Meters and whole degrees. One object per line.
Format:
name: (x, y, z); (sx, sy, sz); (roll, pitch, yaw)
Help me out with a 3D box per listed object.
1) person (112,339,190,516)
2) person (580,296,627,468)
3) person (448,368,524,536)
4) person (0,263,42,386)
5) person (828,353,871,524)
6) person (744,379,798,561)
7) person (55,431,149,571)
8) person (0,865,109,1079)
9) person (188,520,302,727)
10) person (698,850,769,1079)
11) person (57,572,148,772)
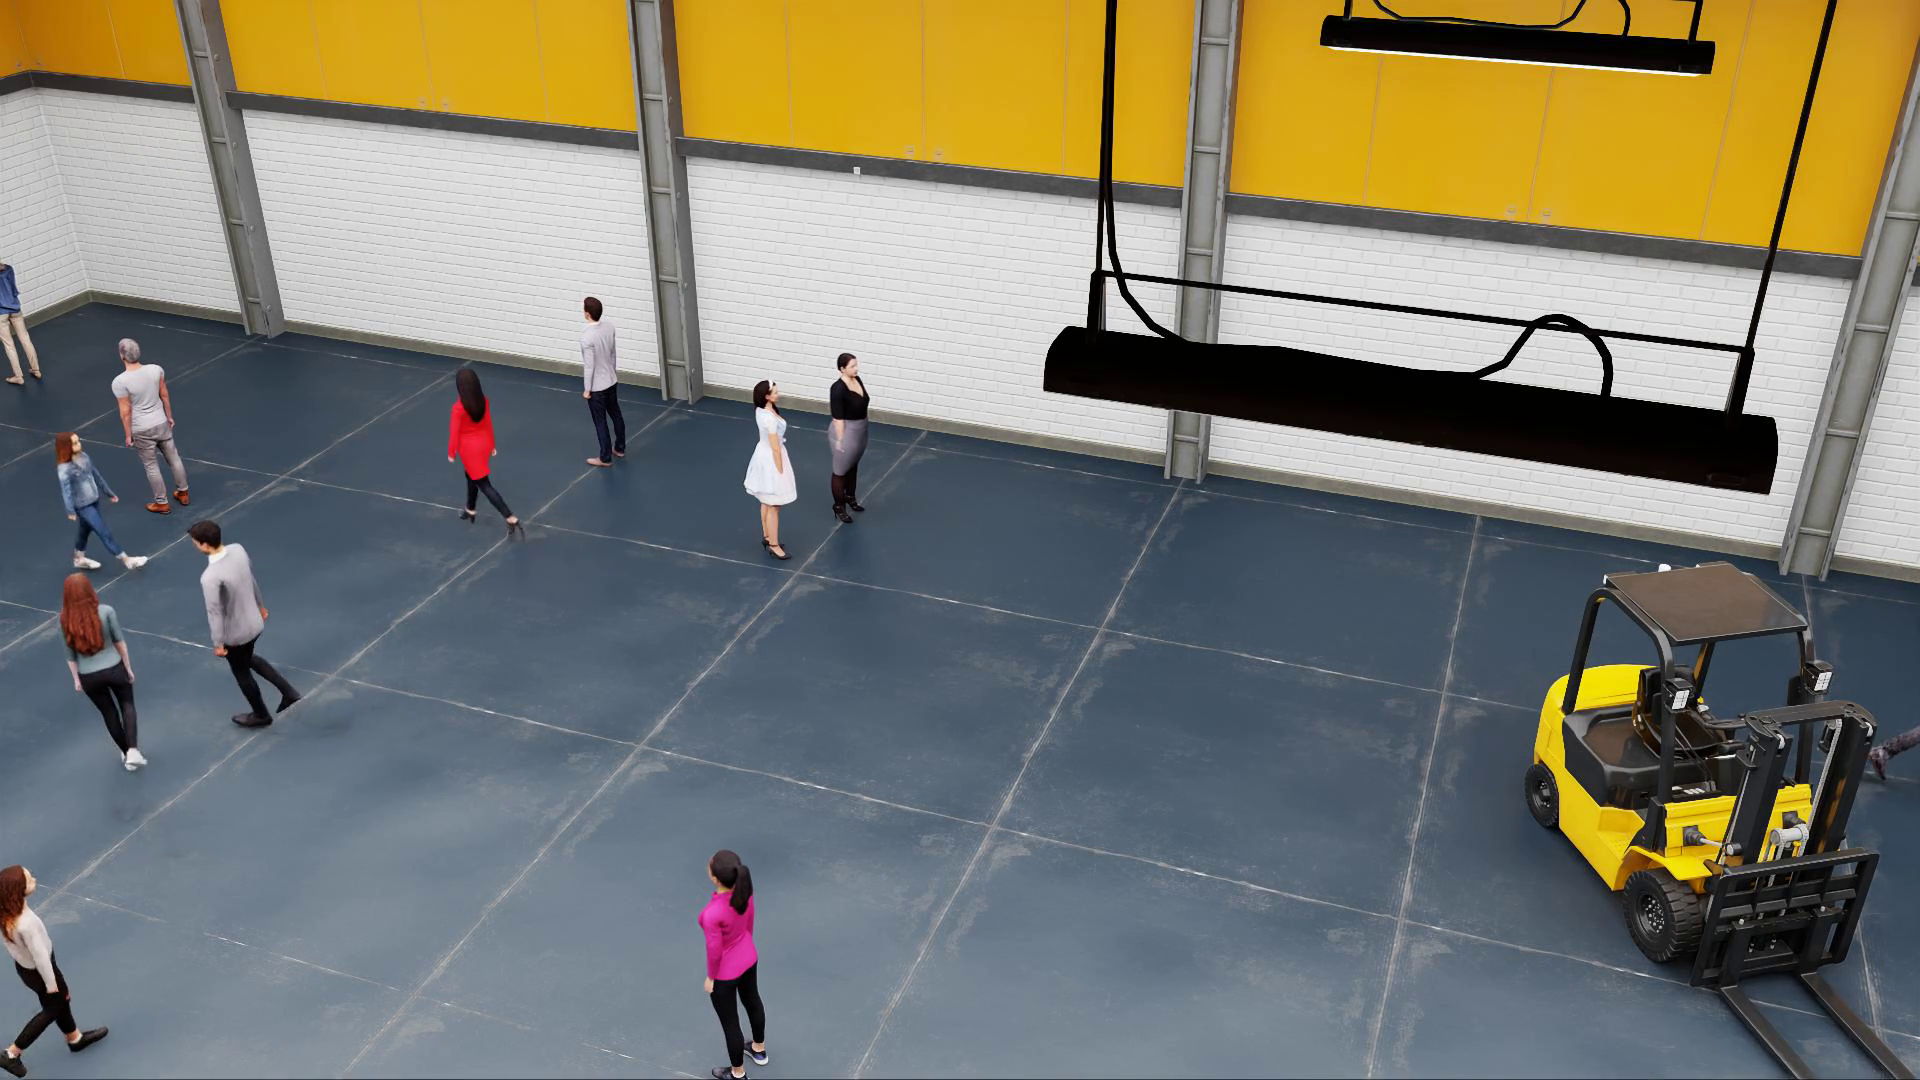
person: (-8.073, -1.137, 16.580); (0.661, 1.831, 0.746); (18, 34, 30)
person: (-3.787, -1.683, 17.557); (0.591, 1.853, 0.687); (12, 31, 22)
person: (-4.629, -0.802, 16.093); (1.100, 1.708, 0.663); (13, 31, 22)
person: (-11.207, -2.667, 19.524); (0.602, 1.697, 0.644); (14, 32, 25)
person: (-1.122, -1.039, 16.475); (0.636, 1.759, 0.673); (12, 31, 21)
person: (-1.785, -0.674, 15.744); (0.915, 1.817, 0.860); (-10, 30, -17)
person: (-8.227, -0.334, 15.515); (1.057, 1.440, 0.784); (0, 29, 0)
person: (-5.654, 2.623, 10.062); (0.878, 1.471, 0.807); (24, 36, 36)
person: (-5.623, 0.689, 13.162); (0.920, 1.898, 0.894); (4, 29, 8)
person: (-1.355, 2.547, 9.963); (0.613, 1.699, 0.626); (16, 32, 26)
person: (-6.505, 1.073, 12.630); (0.798, 1.733, 0.873); (-15, 32, -26)
